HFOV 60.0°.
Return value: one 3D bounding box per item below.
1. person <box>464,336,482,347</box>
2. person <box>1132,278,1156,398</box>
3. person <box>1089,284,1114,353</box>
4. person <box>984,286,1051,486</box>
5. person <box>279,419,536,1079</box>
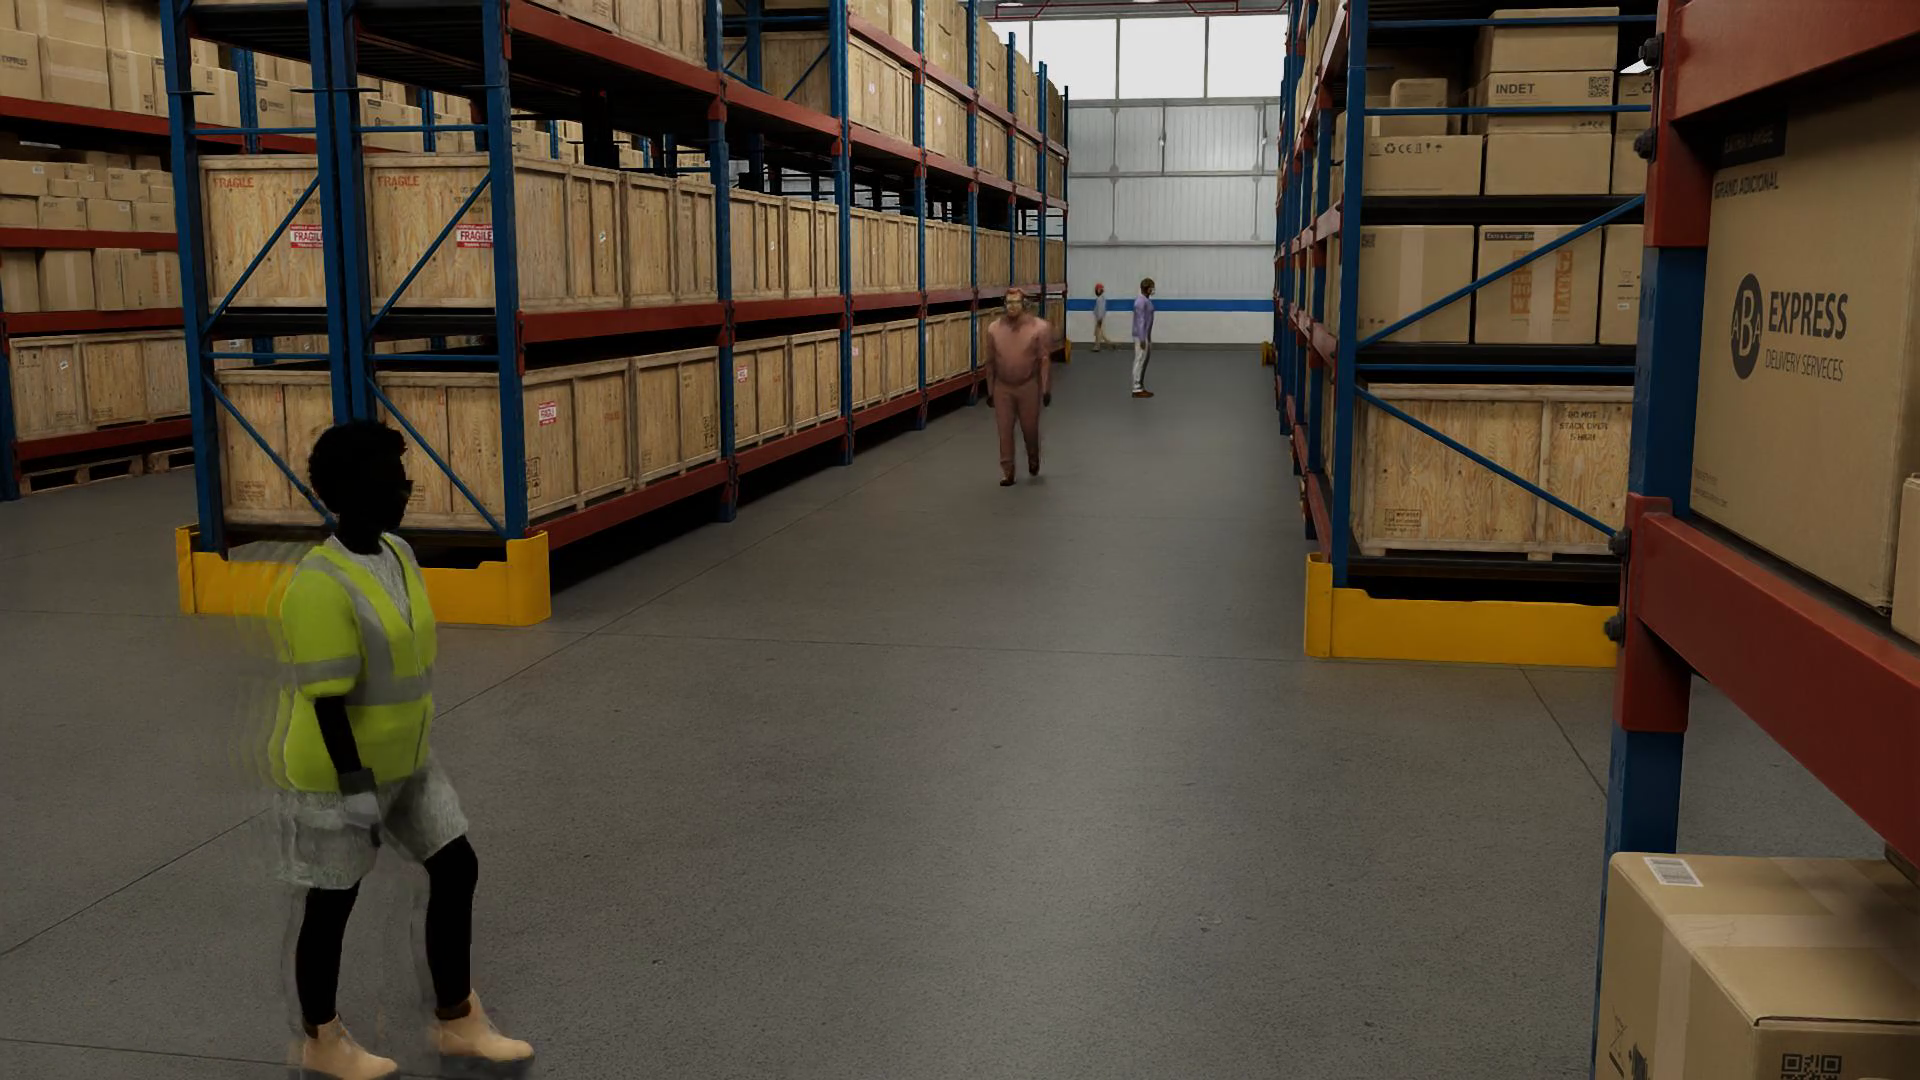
[{"bbox_3d":[-6.405,-2.365,21.991,0.501,1.704,0.839,5,10,29],"label":"person"},{"bbox_3d":[2.963,-3.256,26.843,0.366,1.931,0.631,3,10,16],"label":"person"},{"bbox_3d":[3.543,-5.546,41.631,0.555,1.735,0.568,2,9,12],"label":"person"},{"bbox_3d":[0.547,-1.465,15.842,0.657,1.885,0.594,2,9,14],"label":"person"},{"bbox_3d":[-1.344,0.546,4.016,0.696,1.664,0.547,2,9,10],"label":"person"}]
